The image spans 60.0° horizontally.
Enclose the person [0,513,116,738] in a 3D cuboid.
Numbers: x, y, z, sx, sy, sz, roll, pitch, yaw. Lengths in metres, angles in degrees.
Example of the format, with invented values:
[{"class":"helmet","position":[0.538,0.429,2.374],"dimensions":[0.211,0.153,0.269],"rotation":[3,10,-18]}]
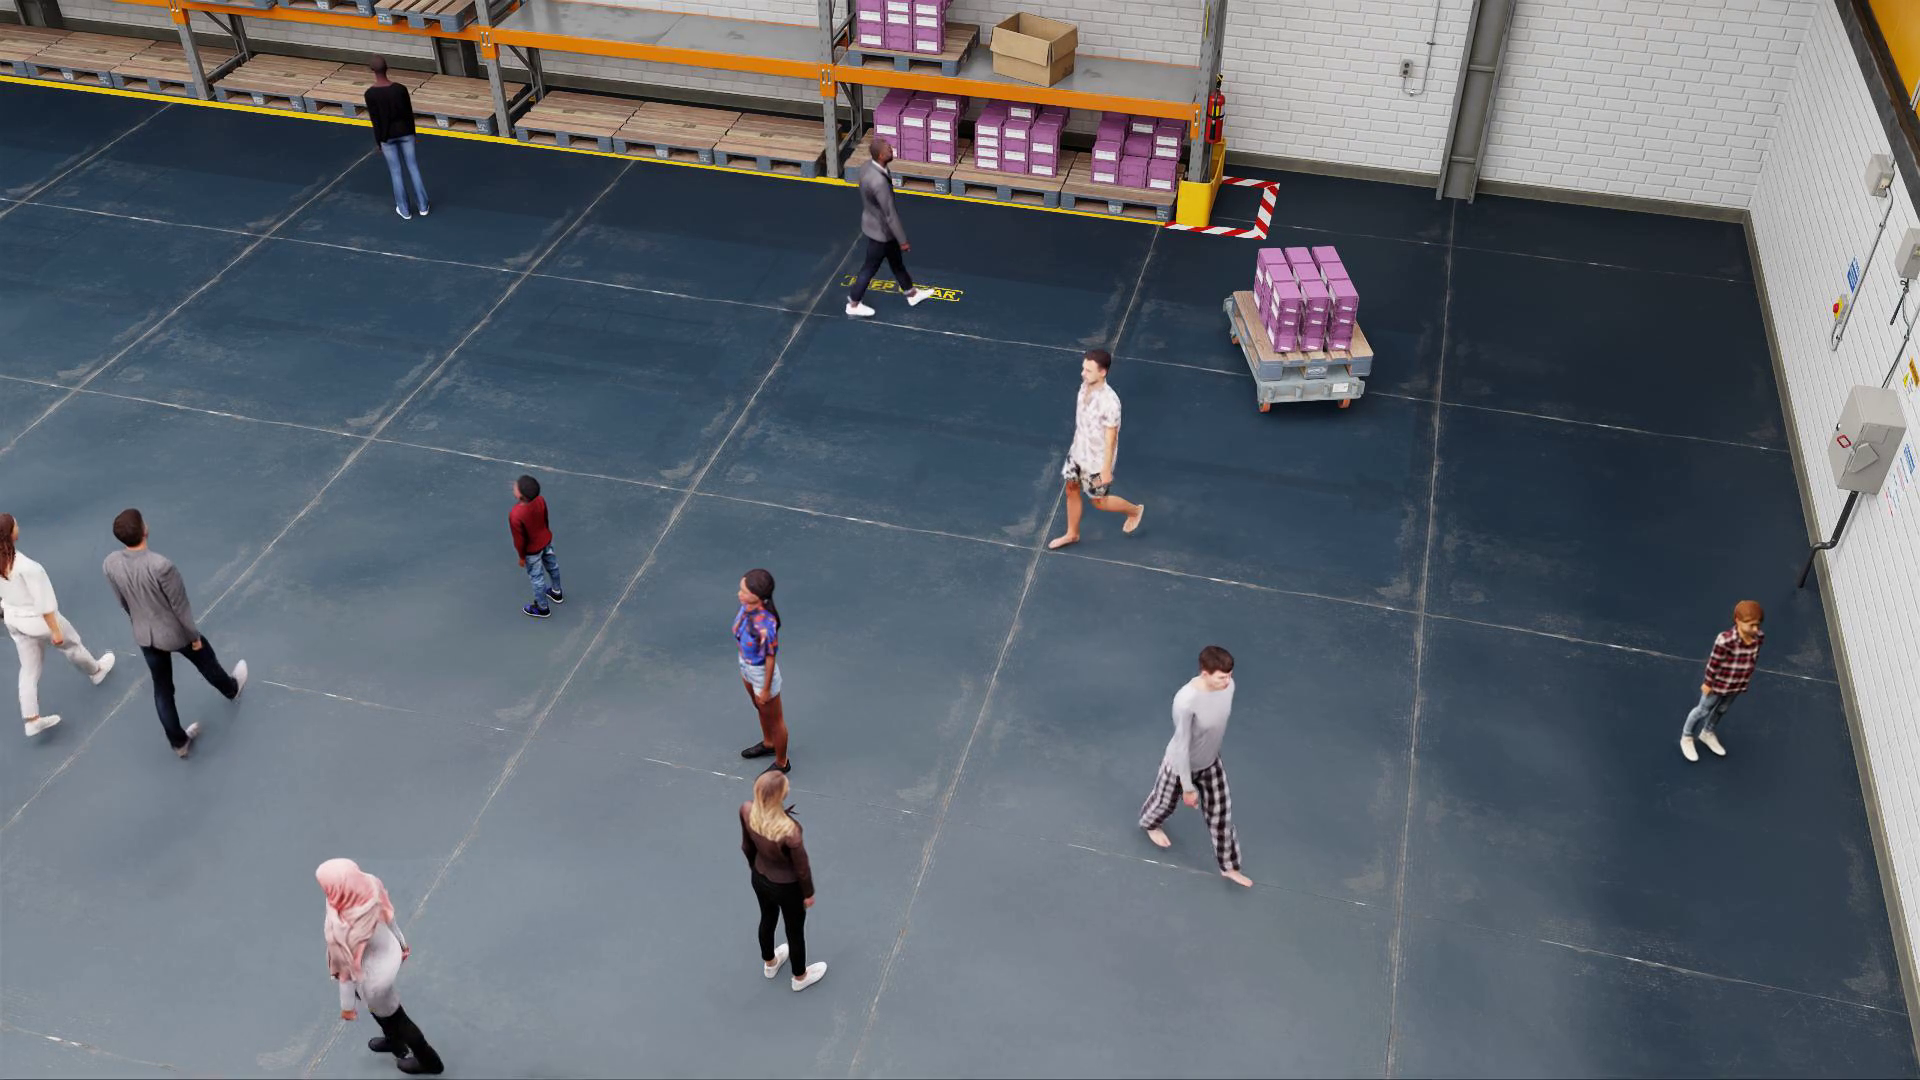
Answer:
[{"class":"person","position":[-6.379,0.604,11.353],"dimensions":[1.040,1.648,0.708],"rotation":[9,39,11]}]

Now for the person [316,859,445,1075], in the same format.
[{"class":"person","position":[-3.080,2.358,9.046],"dimensions":[0.751,1.788,0.711],"rotation":[4,39,5]}]

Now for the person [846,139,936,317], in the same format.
[{"class":"person","position":[-0.843,-2.871,15.610],"dimensions":[1.248,1.766,1.023],"rotation":[-5,39,-7]}]

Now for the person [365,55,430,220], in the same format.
[{"class":"person","position":[-5.851,-4.185,17.268],"dimensions":[0.663,1.750,0.736],"rotation":[-17,42,-20]}]

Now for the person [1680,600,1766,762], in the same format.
[{"class":"person","position":[5.167,0.923,11.229],"dimensions":[0.583,1.306,0.673],"rotation":[-9,39,-11]}]

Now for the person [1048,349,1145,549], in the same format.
[{"class":"person","position":[1.116,-0.695,12.865],"dimensions":[1.142,1.791,1.050],"rotation":[-16,41,-19]}]

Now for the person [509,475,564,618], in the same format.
[{"class":"person","position":[-3.164,0.021,12.399],"dimensions":[0.554,1.254,0.544],"rotation":[18,42,21]}]

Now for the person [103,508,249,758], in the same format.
[{"class":"person","position":[-5.335,0.676,11.118],"dimensions":[1.082,1.829,0.920],"rotation":[3,39,3]}]

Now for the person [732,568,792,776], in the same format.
[{"class":"person","position":[-1.301,0.875,10.940],"dimensions":[0.714,1.741,0.663],"rotation":[-18,42,-21]}]

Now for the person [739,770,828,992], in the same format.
[{"class":"person","position":[-1.052,1.971,9.598],"dimensions":[0.573,1.703,0.727],"rotation":[24,45,27]}]

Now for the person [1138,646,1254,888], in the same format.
[{"class":"person","position":[1.379,1.314,10.338],"dimensions":[1.108,1.807,1.205],"rotation":[-22,44,-25]}]
